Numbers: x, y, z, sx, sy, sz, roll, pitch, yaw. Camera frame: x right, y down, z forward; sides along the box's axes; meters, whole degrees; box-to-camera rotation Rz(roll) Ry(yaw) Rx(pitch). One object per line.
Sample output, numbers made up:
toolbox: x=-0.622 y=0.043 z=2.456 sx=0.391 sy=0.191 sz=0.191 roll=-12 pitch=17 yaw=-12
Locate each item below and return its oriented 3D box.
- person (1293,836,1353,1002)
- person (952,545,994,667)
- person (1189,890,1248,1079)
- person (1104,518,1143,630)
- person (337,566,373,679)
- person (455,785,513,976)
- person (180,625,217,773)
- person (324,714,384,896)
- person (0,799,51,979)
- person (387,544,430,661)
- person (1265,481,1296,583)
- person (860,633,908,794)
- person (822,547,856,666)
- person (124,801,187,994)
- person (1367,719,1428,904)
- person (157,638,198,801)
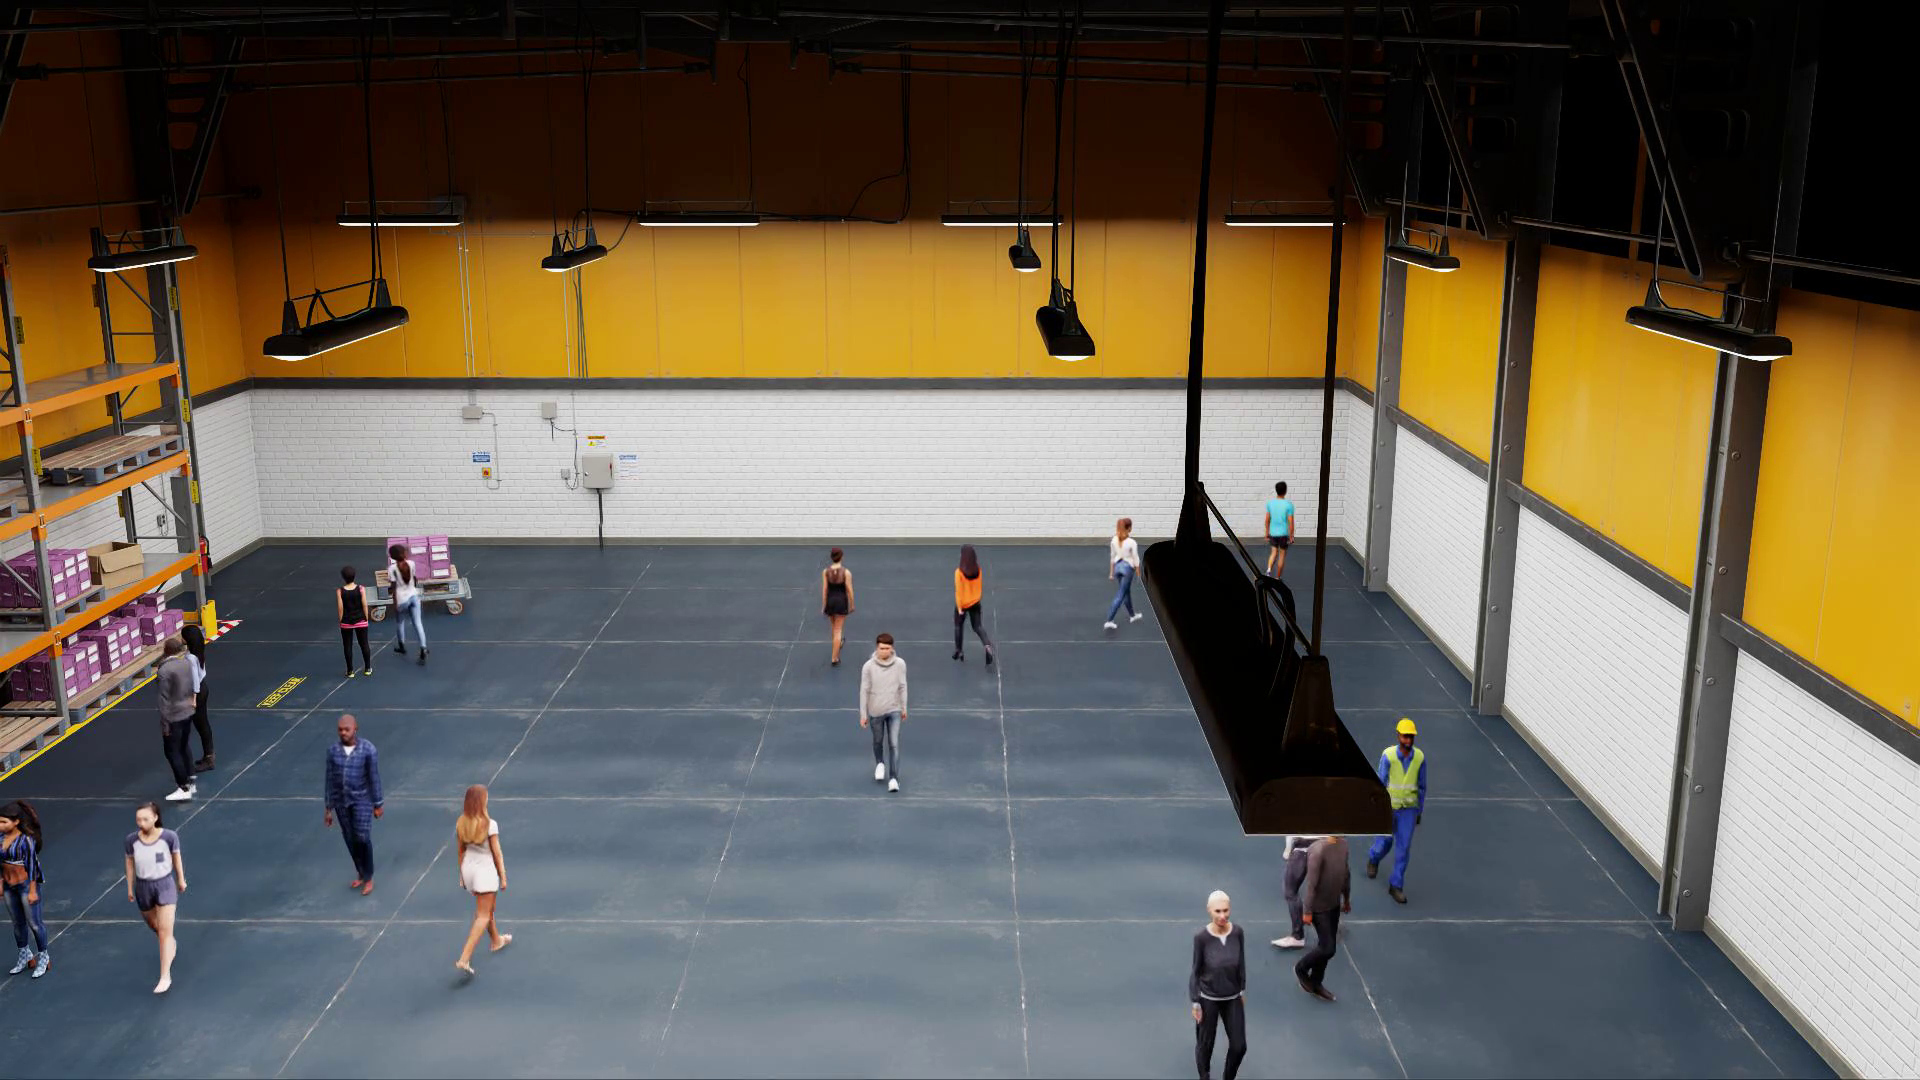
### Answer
person: x=3.048 y=3.088 z=14.232 sx=0.882 sy=1.755 sz=0.828 roll=-2 pitch=14 yaw=-7
person: x=0.186 y=0.936 z=23.197 sx=0.995 sy=1.719 sz=1.162 roll=-9 pitch=16 yaw=-33
person: x=1.953 y=3.462 z=12.787 sx=0.703 sy=1.708 sz=0.702 roll=-3 pitch=14 yaw=-13
person: x=2.409 y=0.543 z=24.911 sx=1.182 sy=1.676 sz=1.132 roll=-13 pitch=19 yaw=-43
person: x=-8.331 y=1.107 z=22.840 sx=0.613 sy=1.553 sz=0.629 roll=-7 pitch=15 yaw=-25
person: x=-4.289 y=3.017 z=14.717 sx=0.834 sy=1.665 sz=1.174 roll=5 pitch=14 yaw=20
person: x=-8.912 y=1.834 z=19.434 sx=0.780 sy=1.744 sz=0.612 roll=-5 pitch=14 yaw=-18
person: x=-5.947 y=2.543 z=16.383 sx=0.657 sy=1.802 sz=0.727 roll=1 pitch=14 yaw=2
person: x=-8.260 y=3.061 z=14.638 sx=0.665 sy=1.616 sz=0.640 roll=4 pitch=14 yaw=16
person: x=-7.735 y=0.907 z=23.404 sx=1.053 sy=1.677 sz=1.159 roll=-11 pitch=18 yaw=-39
person: x=5.210 y=-0.068 z=27.250 sx=0.790 sy=1.763 sz=0.850 roll=8 pitch=16 yaw=31
person: x=-0.861 y=1.930 z=18.922 sx=0.772 sy=1.799 sz=1.232 roll=-1 pitch=14 yaw=-5
person: x=-1.747 y=0.953 z=23.307 sx=0.781 sy=1.634 sz=1.141 roll=3 pitch=14 yaw=14
person: x=-7.041 y=3.068 z=14.622 sx=0.680 sy=1.610 sz=1.068 roll=-2 pitch=14 yaw=-6
person: x=4.229 y=2.588 z=16.197 sx=0.732 sy=1.801 sz=0.936 roll=-2 pitch=14 yaw=-7
person: x=-8.731 y=2.015 z=18.601 sx=0.972 sy=1.783 sz=0.626 roll=-1 pitch=14 yaw=-2
